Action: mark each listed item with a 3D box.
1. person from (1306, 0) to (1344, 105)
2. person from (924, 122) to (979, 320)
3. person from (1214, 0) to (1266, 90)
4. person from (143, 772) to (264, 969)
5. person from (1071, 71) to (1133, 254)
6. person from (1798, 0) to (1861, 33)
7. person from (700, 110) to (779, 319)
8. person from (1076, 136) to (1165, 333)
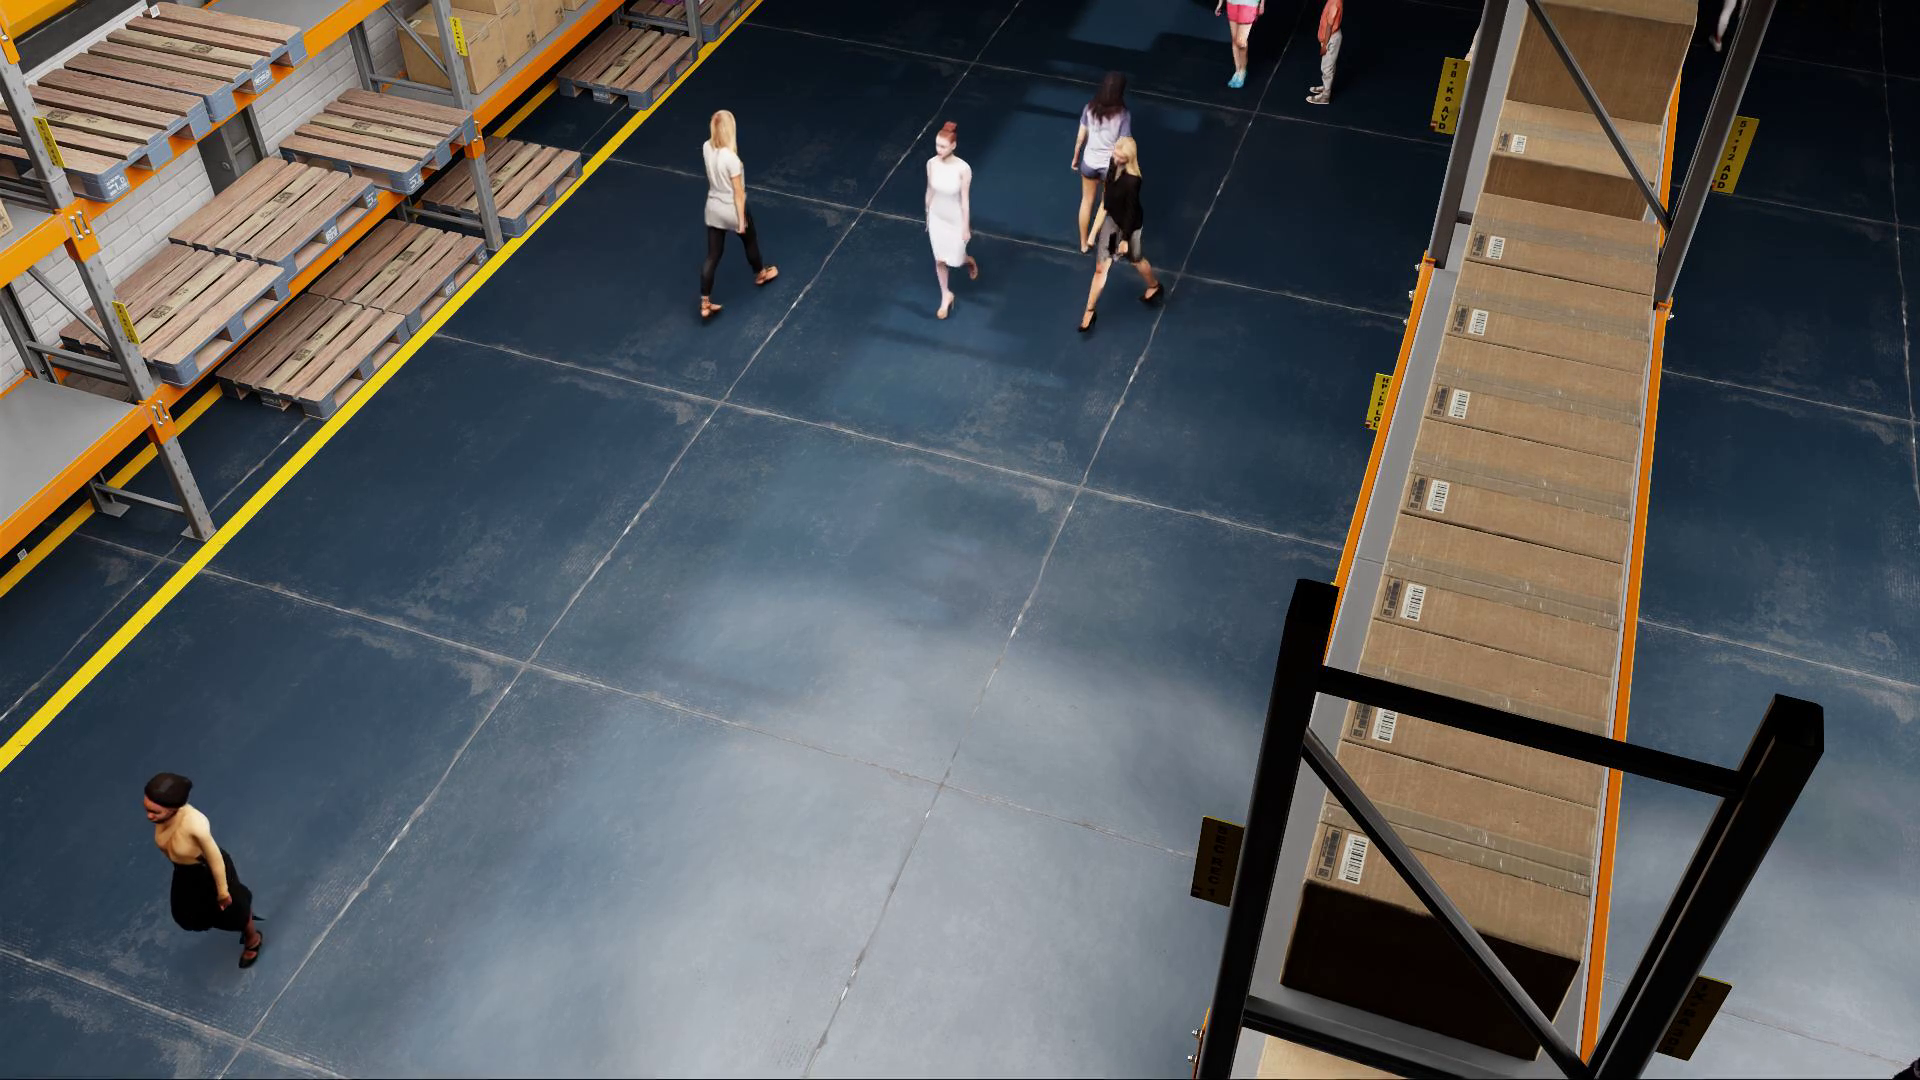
[{"bbox_3d":[3.666,-4.954,16.403,0.525,1.307,0.394,13,45,14],"label":"person"},{"bbox_3d":[-0.037,-2.622,13.614,0.658,1.778,0.836,22,48,21],"label":"person"},{"bbox_3d":[2.840,-5.344,16.491,0.672,1.751,0.731,26,49,24],"label":"person"},{"bbox_3d":[-4.067,1.775,9.094,0.622,1.647,0.624,19,47,19],"label":"person"},{"bbox_3d":[1.213,-3.162,14.221,0.673,1.723,0.654,10,45,10],"label":"person"},{"bbox_3d":[9.363,-6.171,17.454,0.981,1.621,0.899,-34,53,-30],"label":"person"},{"bbox_3d":[-1.978,-2.633,13.623,0.789,1.783,1.216,24,49,23],"label":"person"},{"bbox_3d":[1.394,-2.523,13.516,1.231,1.770,1.125,-17,46,-17],"label":"person"}]
